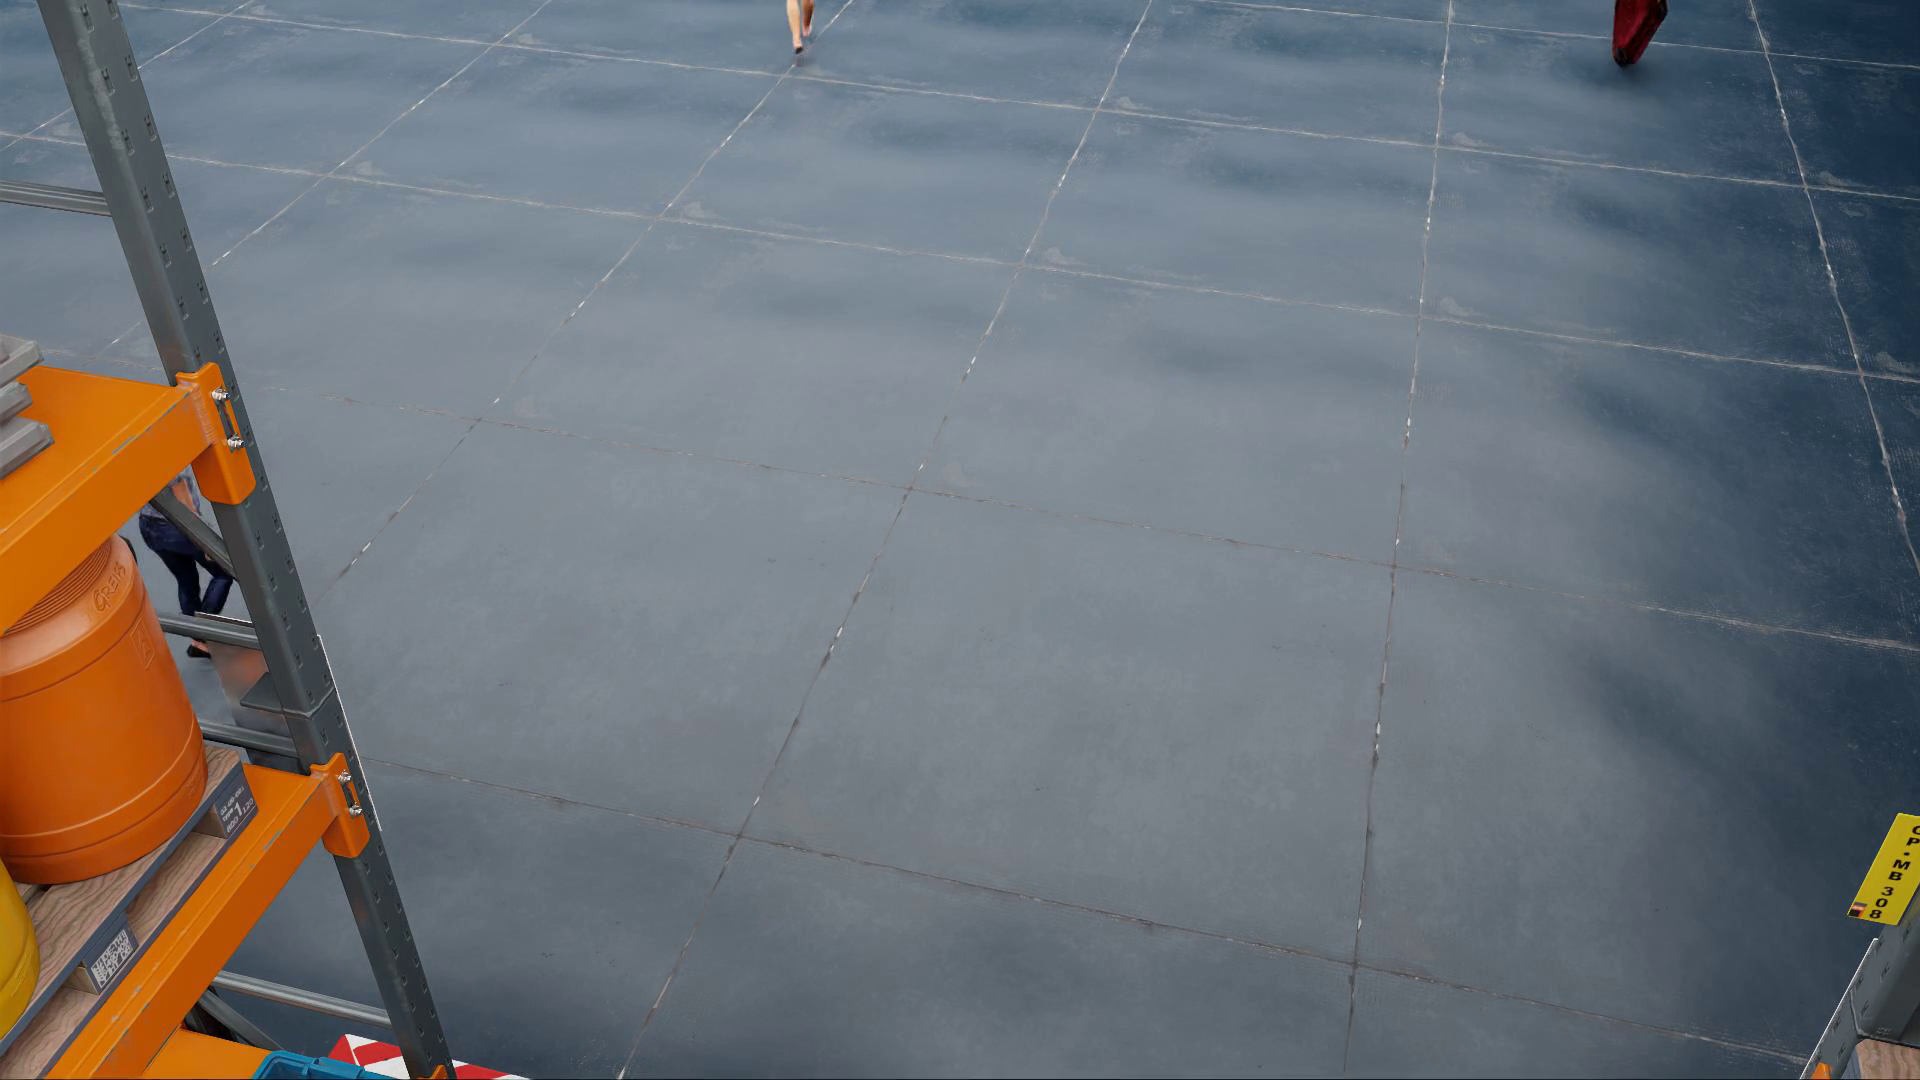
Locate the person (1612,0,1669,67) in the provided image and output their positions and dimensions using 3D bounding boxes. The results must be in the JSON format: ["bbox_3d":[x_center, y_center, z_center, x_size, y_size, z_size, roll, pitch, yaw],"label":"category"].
[{"bbox_3d":[6.251,-5.139,15.310,0.822,1.639,0.888,29,46,32],"label":"person"}]

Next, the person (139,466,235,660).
[{"bbox_3d":[-4.145,-0.002,8.683,0.618,1.714,0.657,13,40,15],"label":"person"}]
